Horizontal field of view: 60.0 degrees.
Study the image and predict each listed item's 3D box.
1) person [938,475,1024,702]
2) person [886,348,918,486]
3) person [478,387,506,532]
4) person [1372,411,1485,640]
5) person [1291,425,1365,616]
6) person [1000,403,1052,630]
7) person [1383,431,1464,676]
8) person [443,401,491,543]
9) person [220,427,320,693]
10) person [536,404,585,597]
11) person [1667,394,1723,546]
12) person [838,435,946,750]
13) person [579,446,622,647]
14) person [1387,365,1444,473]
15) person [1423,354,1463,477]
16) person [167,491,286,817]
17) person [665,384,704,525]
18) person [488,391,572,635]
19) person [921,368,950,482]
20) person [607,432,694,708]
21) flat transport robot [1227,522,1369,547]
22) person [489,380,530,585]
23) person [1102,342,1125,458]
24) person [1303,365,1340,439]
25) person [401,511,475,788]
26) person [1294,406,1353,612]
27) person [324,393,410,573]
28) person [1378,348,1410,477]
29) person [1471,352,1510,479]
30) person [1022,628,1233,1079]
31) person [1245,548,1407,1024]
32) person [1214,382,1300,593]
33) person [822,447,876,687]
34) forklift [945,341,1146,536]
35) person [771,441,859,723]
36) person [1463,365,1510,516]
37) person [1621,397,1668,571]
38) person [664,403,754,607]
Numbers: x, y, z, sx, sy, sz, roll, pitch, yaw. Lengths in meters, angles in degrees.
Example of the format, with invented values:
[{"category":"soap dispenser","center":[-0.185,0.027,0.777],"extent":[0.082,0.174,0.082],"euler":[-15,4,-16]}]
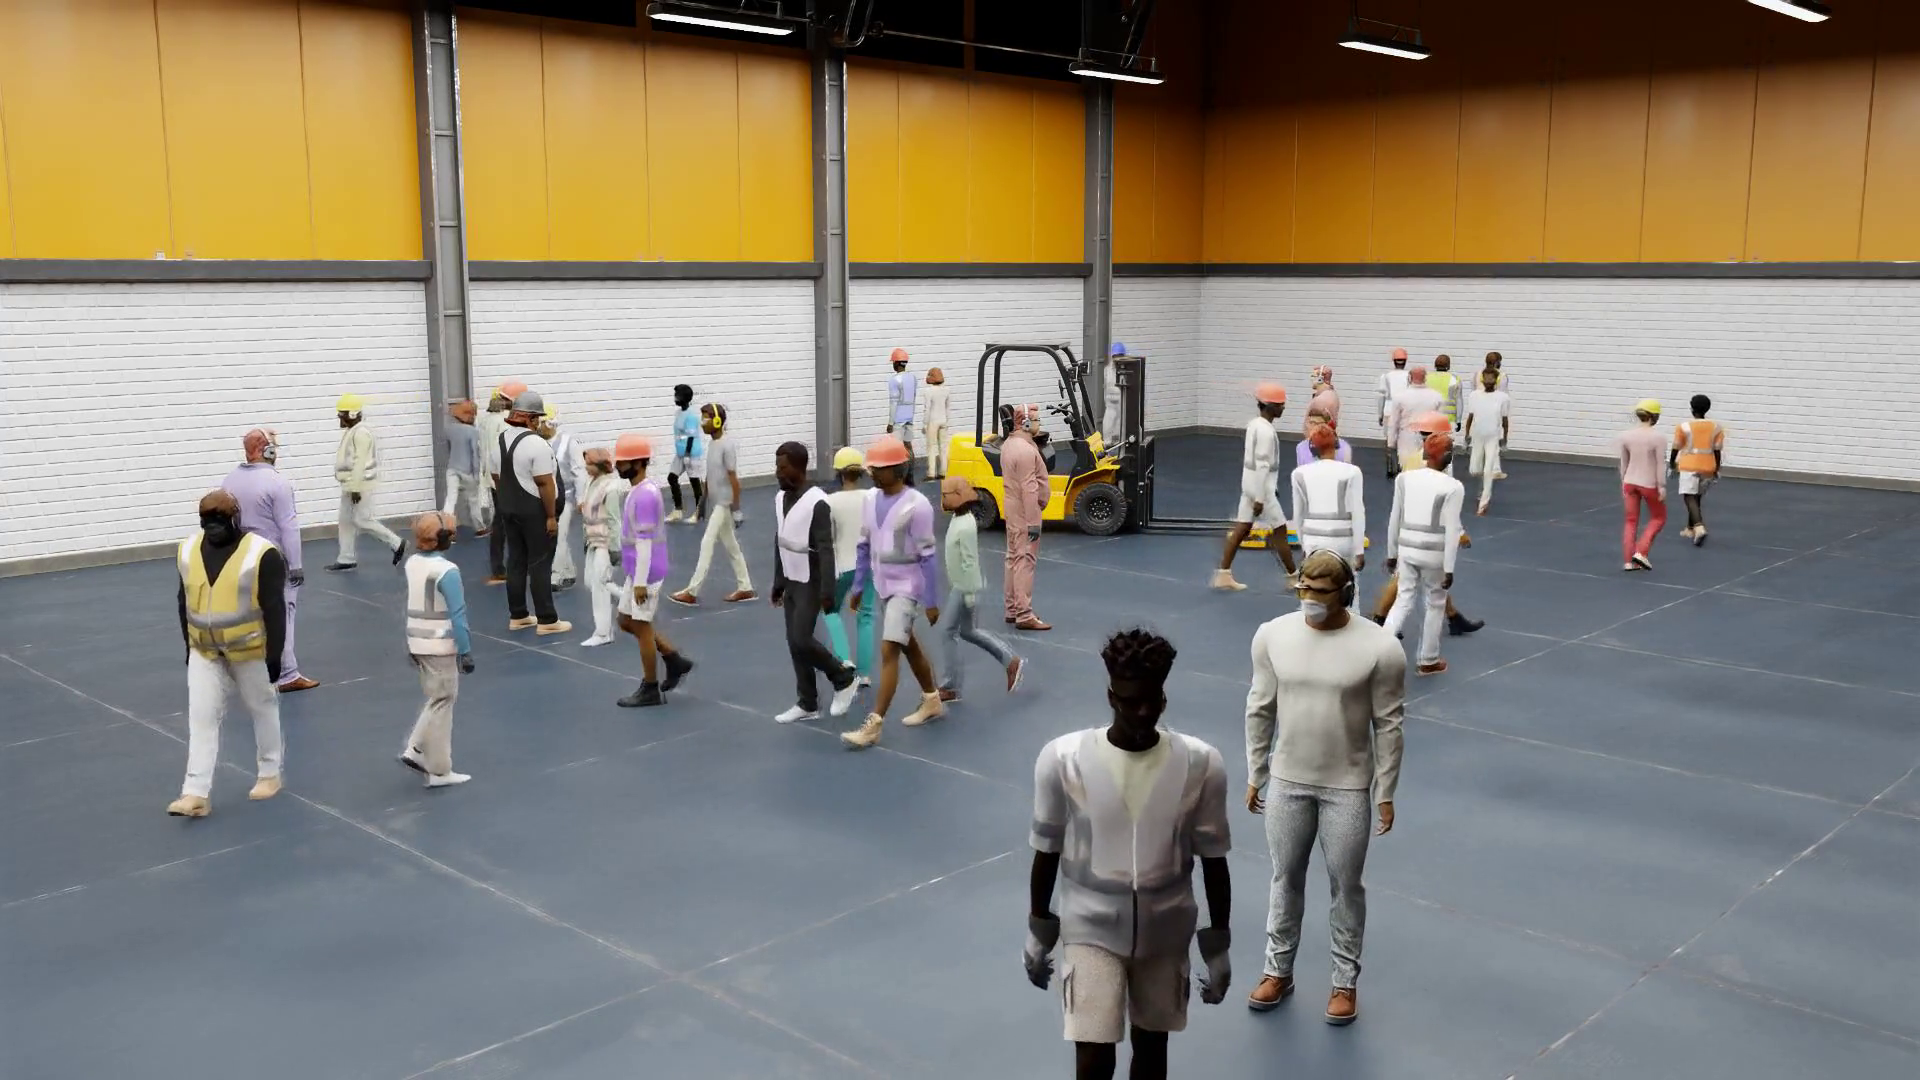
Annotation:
[{"category":"person","center":[0.094,0.341,11.694],"extent":[0.695,1.609,0.510],"euler":[-1,9,-6]},{"category":"person","center":[-0.827,-1.686,23.077],"extent":[0.357,1.938,0.545],"euler":[6,11,34]},{"category":"person","center":[-5.059,-0.822,18.409],"extent":[0.487,1.733,0.326],"euler":[-1,9,-7]},{"category":"person","center":[3.816,-0.107,13.613],"extent":[1.038,1.884,0.554],"euler":[-1,9,-5]},{"category":"person","center":[2.856,0.045,12.732],"extent":[0.615,1.847,0.814],"euler":[6,11,31]},{"category":"person","center":[0.562,-0.199,14.059],"extent":[0.410,1.908,0.643],"euler":[-2,10,-13]},{"category":"person","center":[3.339,0.136,12.168],"extent":[0.858,1.860,0.627],"euler":[-9,13,-43]},{"category":"person","center":[-5.529,-0.759,18.512],"extent":[0.532,1.567,0.871],"euler":[3,10,20]},{"category":"person","center":[-4.956,0.144,11.949],"extent":[0.640,1.910,0.409],"euler":[4,10,24]},{"category":"person","center":[-3.841,-0.362,15.429],"extent":[0.607,1.785,0.889],"euler":[3,10,18]},{"category":"person","center":[8.157,-0.780,18.381],"extent":[0.539,1.665,0.846],"euler":[0,9,0]},{"category":"person","center":[-0.424,0.309,10.726],"extent":[0.990,1.995,0.640],"euler":[-8,12,-39]},{"category":"person","center":[-2.839,0.040,13.447],"extent":[0.519,1.617,0.524],"euler":[-6,11,-32]},{"category":"person","center":[5.564,-1.201,20.317],"extent":[0.652,1.875,0.927],"euler":[-1,9,-5]},{"category":"person","center":[6.748,-1.686,23.375],"extent":[0.626,1.844,0.429],"euler":[4,10,25]},{"category":"person","center":[-4.091,0.636,9.240],"extent":[0.659,1.801,0.902],"euler":[1,9,4]},{"category":"person","center":[-3.307,-1.005,19.662],"extent":[0.593,1.674,0.558],"euler":[-5,11,-29]},{"category":"person","center":[-3.561,-0.241,13.905],"extent":[0.676,2.000,0.536],"euler":[7,11,36]},{"category":"person","center":[-0.363,-1.641,23.786],"extent":[0.308,1.625,0.517],"euler":[9,13,44]},{"category":"person","center":[-2.173,0.210,11.523],"extent":[0.491,1.924,0.551],"euler":[-3,10,-19]},{"category":"flat transport robot","center":[3.706,-0.071,18.273],"extent":[1.431,0.197,0.652],"euler":[0,9,-1]},{"category":"person","center":[-4.259,-0.562,16.069],"extent":[0.638,1.963,0.741],"euler":[8,12,42]},{"category":"person","center":[2.355,-2.019,25.155],"extent":[0.620,1.914,0.837],"euler":[7,11,36]},{"category":"person","center":[4.236,-1.103,19.595],"extent":[0.406,1.911,0.639],"euler":[4,10,22]},{"category":"person","center":[-3.041,0.646,9.736],"extent":[0.367,1.629,0.532],"euler":[-9,13,-42]},{"category":"person","center":[3.188,-0.264,14.661],"extent":[0.445,1.835,0.587],"euler":[-7,12,-39]},{"category":"person","center":[-5.981,-0.573,16.662],"extent":[0.751,1.807,0.597],"euler":[-6,11,-33]},{"category":"person","center":[6.403,-1.865,24.358],"extent":[0.546,1.890,0.984],"euler":[3,10,17]},{"category":"person","center":[7.709,-1.806,24.124],"extent":[0.429,1.840,0.641],"euler":[-6,11,-33]},{"category":"person","center":[0.527,1.246,5.080],"extent":[0.646,1.939,0.769],"euler":[0,9,-2]},{"category":"person","center":[1.457,0.982,6.720],"extent":[0.635,1.936,0.352],"euler":[5,10,26]},{"category":"person","center":[2.870,-0.478,15.520],"extent":[1.044,1.989,0.631],"euler":[-1,9,-5]},{"category":"person","center":[-0.786,0.202,12.070],"extent":[0.538,1.757,0.370],"euler":[-4,10,-23]},{"category":"forklift","center":[0.977,-1.223,19.452],"extent":[2.313,2.155,1.214],"euler":[2,9,11]},{"category":"person","center":[-1.005,0.281,11.128],"extent":[0.473,1.899,0.607],"euler":[-5,11,-30]},{"category":"person","center":[6.512,-1.238,20.577],"extent":[0.530,1.858,0.610],"euler":[5,11,30]},{"category":"person","center":[6.857,-0.550,16.655],"extent":[0.368,1.751,0.552],"euler":[-6,11,-32]},{"category":"person","center":[-2.278,-0.307,14.965],"extent":[0.932,1.824,0.534],"euler":[-4,10,-23]}]
